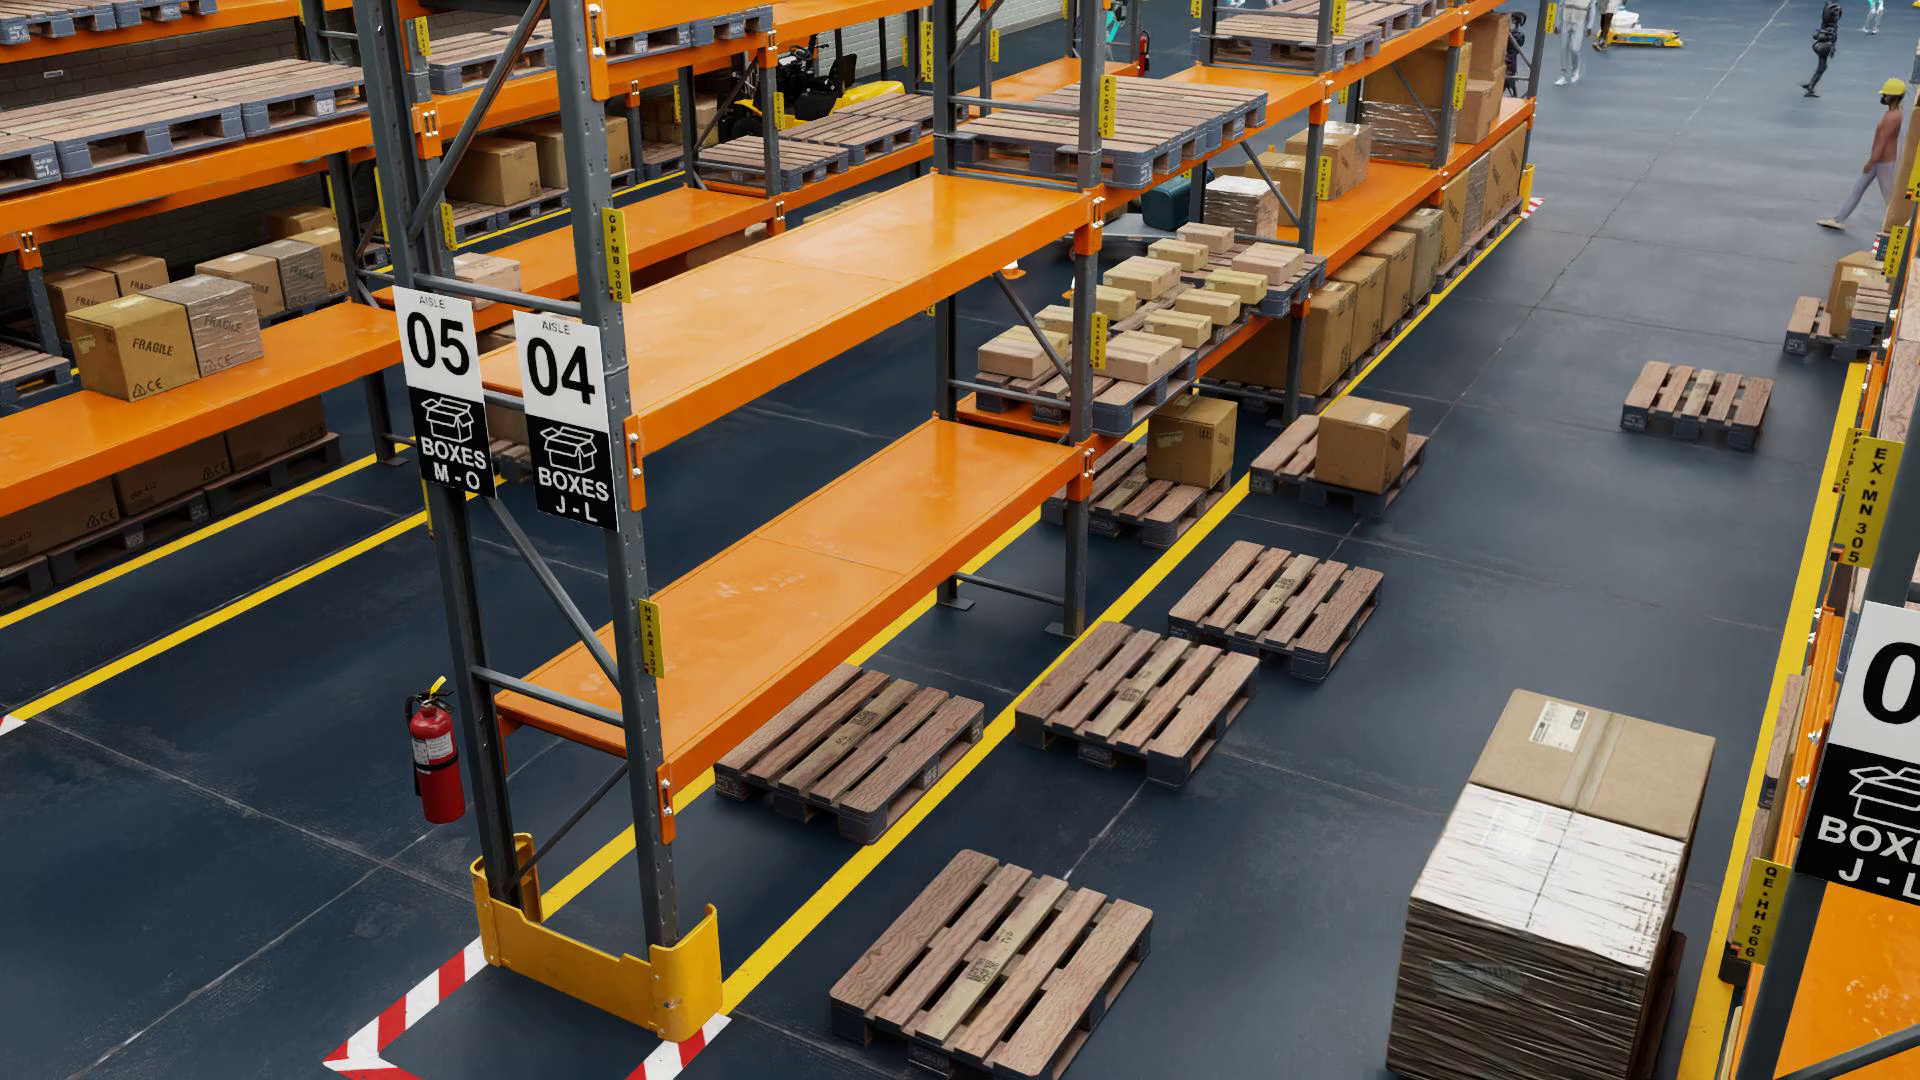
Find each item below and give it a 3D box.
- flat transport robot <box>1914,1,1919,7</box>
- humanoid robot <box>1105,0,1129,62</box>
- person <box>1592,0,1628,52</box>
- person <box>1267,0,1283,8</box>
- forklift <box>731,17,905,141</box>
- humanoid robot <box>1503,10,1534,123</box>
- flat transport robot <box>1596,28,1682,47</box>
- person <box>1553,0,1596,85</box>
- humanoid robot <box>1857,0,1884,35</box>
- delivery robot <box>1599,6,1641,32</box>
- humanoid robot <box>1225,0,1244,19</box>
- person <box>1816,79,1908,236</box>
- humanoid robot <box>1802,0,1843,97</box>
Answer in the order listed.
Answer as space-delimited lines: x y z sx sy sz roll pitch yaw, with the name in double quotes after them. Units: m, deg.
20.679 -11.242 34.702 1.431 0.231 0.659 -13 28 -24 "flat transport robot"
2.479 -8.778 27.959 0.806 1.821 0.534 -16 30 -30 "humanoid robot"
11.552 -9.696 29.625 0.615 1.877 1.035 17 30 31 "person"
6.363 -11.597 33.569 0.651 1.902 0.591 0 26 1 "person"
-1.819 -5.975 21.543 2.313 2.155 1.214 14 29 26 "forklift"
7.885 -6.703 23.687 0.740 1.630 0.610 4 26 9 "humanoid robot"
12.454 -9.221 30.503 1.431 0.231 0.659 7 26 14 "flat transport robot"
9.806 -8.249 26.597 0.611 1.903 0.460 21 33 37 "person"
17.253 -10.394 31.262 0.551 1.789 0.759 4 26 8 "humanoid robot"
12.354 -9.668 31.122 0.805 0.612 0.499 -16 30 -29 "delivery robot"
5.234 -10.751 31.944 0.534 1.762 0.735 -16 30 -30 "humanoid robot"
10.220 -4.240 18.474 0.903 1.712 0.538 12 28 24 "person"
13.404 -7.713 25.742 0.335 1.644 0.588 2 26 4 "humanoid robot"
